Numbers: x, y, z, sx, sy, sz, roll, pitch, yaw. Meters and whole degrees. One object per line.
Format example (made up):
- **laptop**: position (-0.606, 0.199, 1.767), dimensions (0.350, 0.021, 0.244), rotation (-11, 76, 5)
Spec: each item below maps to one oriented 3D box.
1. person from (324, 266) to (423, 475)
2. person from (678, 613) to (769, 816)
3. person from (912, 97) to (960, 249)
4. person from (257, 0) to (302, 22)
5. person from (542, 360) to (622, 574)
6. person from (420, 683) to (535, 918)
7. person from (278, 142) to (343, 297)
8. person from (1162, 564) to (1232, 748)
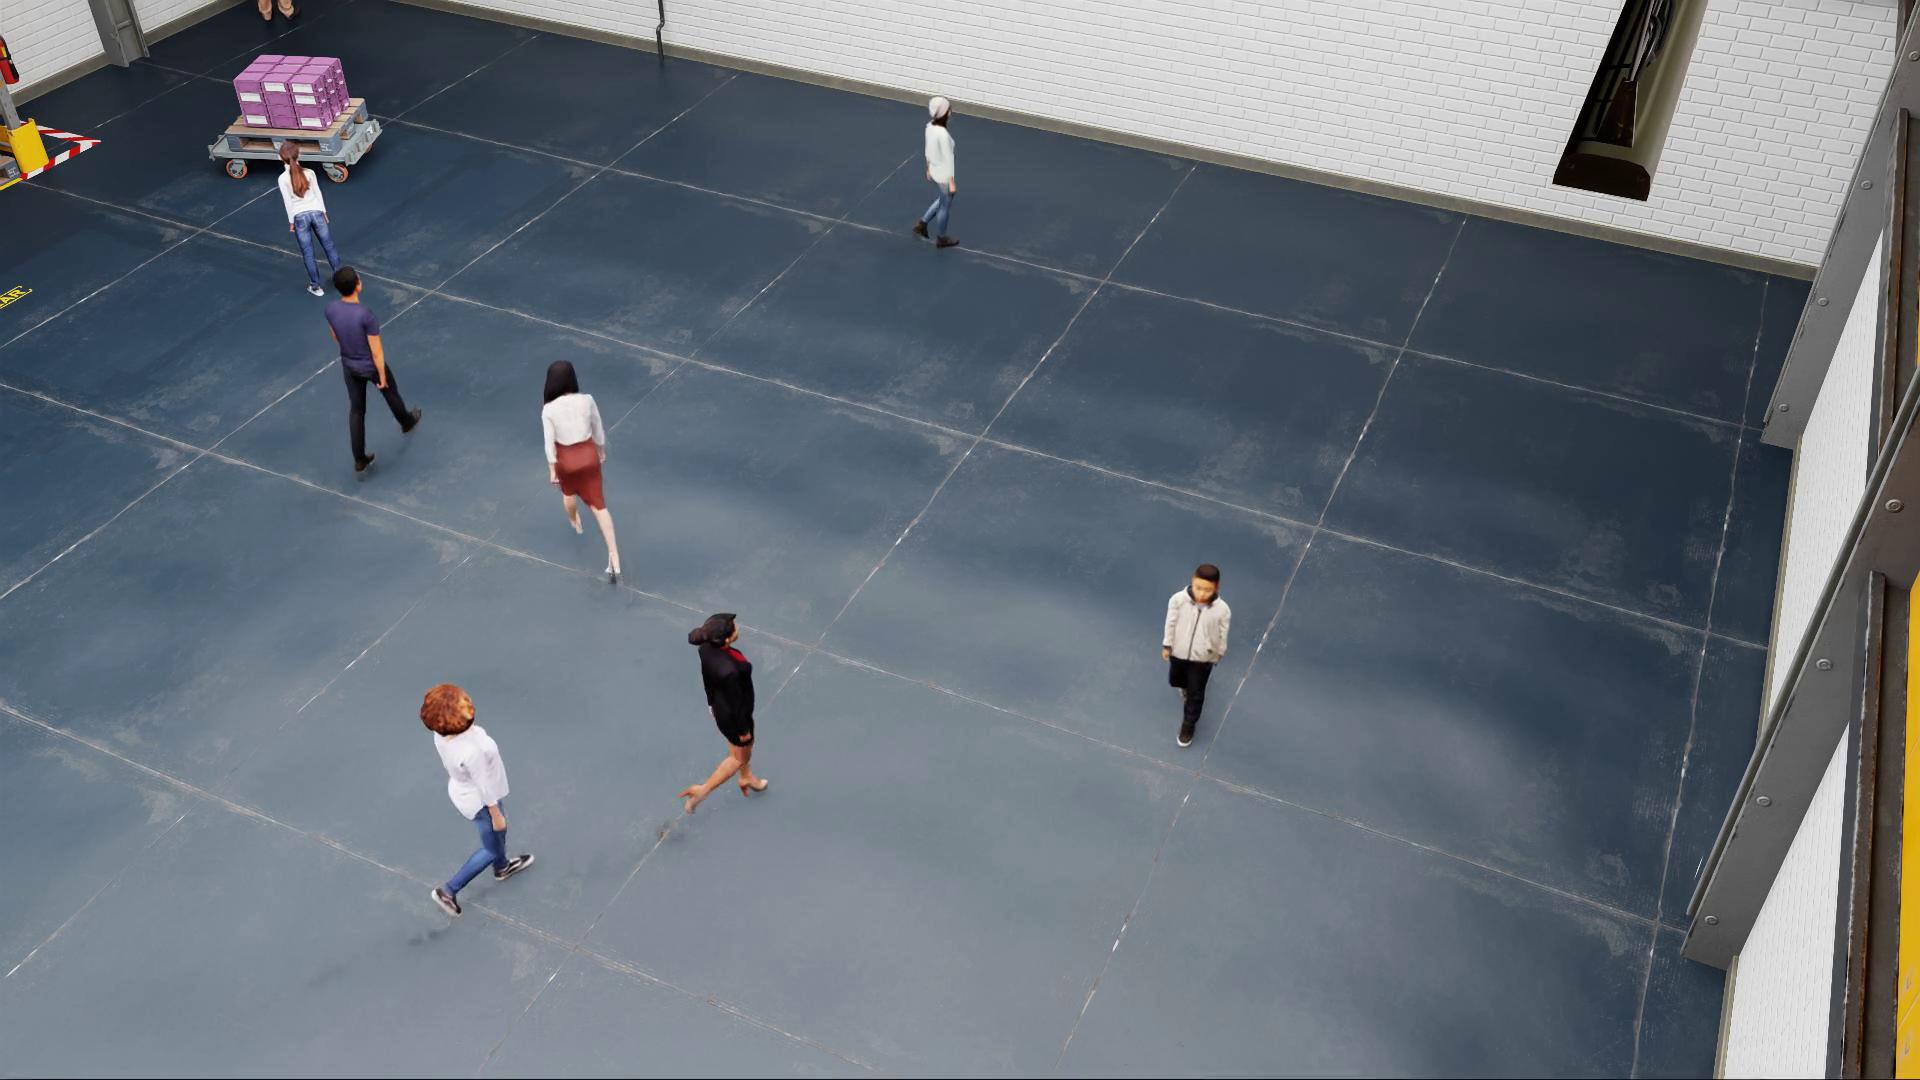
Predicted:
- **person**: position (-4.958, -1.369, 13.674), dimensions (0.857, 1.746, 1.220), rotation (6, 39, 8)
- **person**: position (-1.514, 1.161, 10.606), dimensions (0.964, 1.622, 0.847), rotation (-20, 43, -24)
- **person**: position (-0.249, -3.638, 16.605), dimensions (0.844, 1.634, 0.784), rotation (-13, 40, -16)
- **person**: position (-9.009, -7.619, 21.419), dimensions (0.817, 1.847, 0.855), rotation (1, 39, 1)
- **person**: position (-2.859, -0.503, 12.624), dimensions (1.172, 1.703, 1.150), rotation (-21, 43, -24)
- **person**: position (-2.994, 1.583, 10.017), dimensions (1.044, 1.698, 0.895), rotation (-26, 45, -29)
- **person**: position (-6.269, -3.093, 15.984), dimensions (0.611, 1.558, 0.693), rotation (-20, 43, -24)
- **person**: position (1.598, 0.699, 11.329), dimensions (0.645, 1.441, 0.863), rotation (11, 40, 13)
